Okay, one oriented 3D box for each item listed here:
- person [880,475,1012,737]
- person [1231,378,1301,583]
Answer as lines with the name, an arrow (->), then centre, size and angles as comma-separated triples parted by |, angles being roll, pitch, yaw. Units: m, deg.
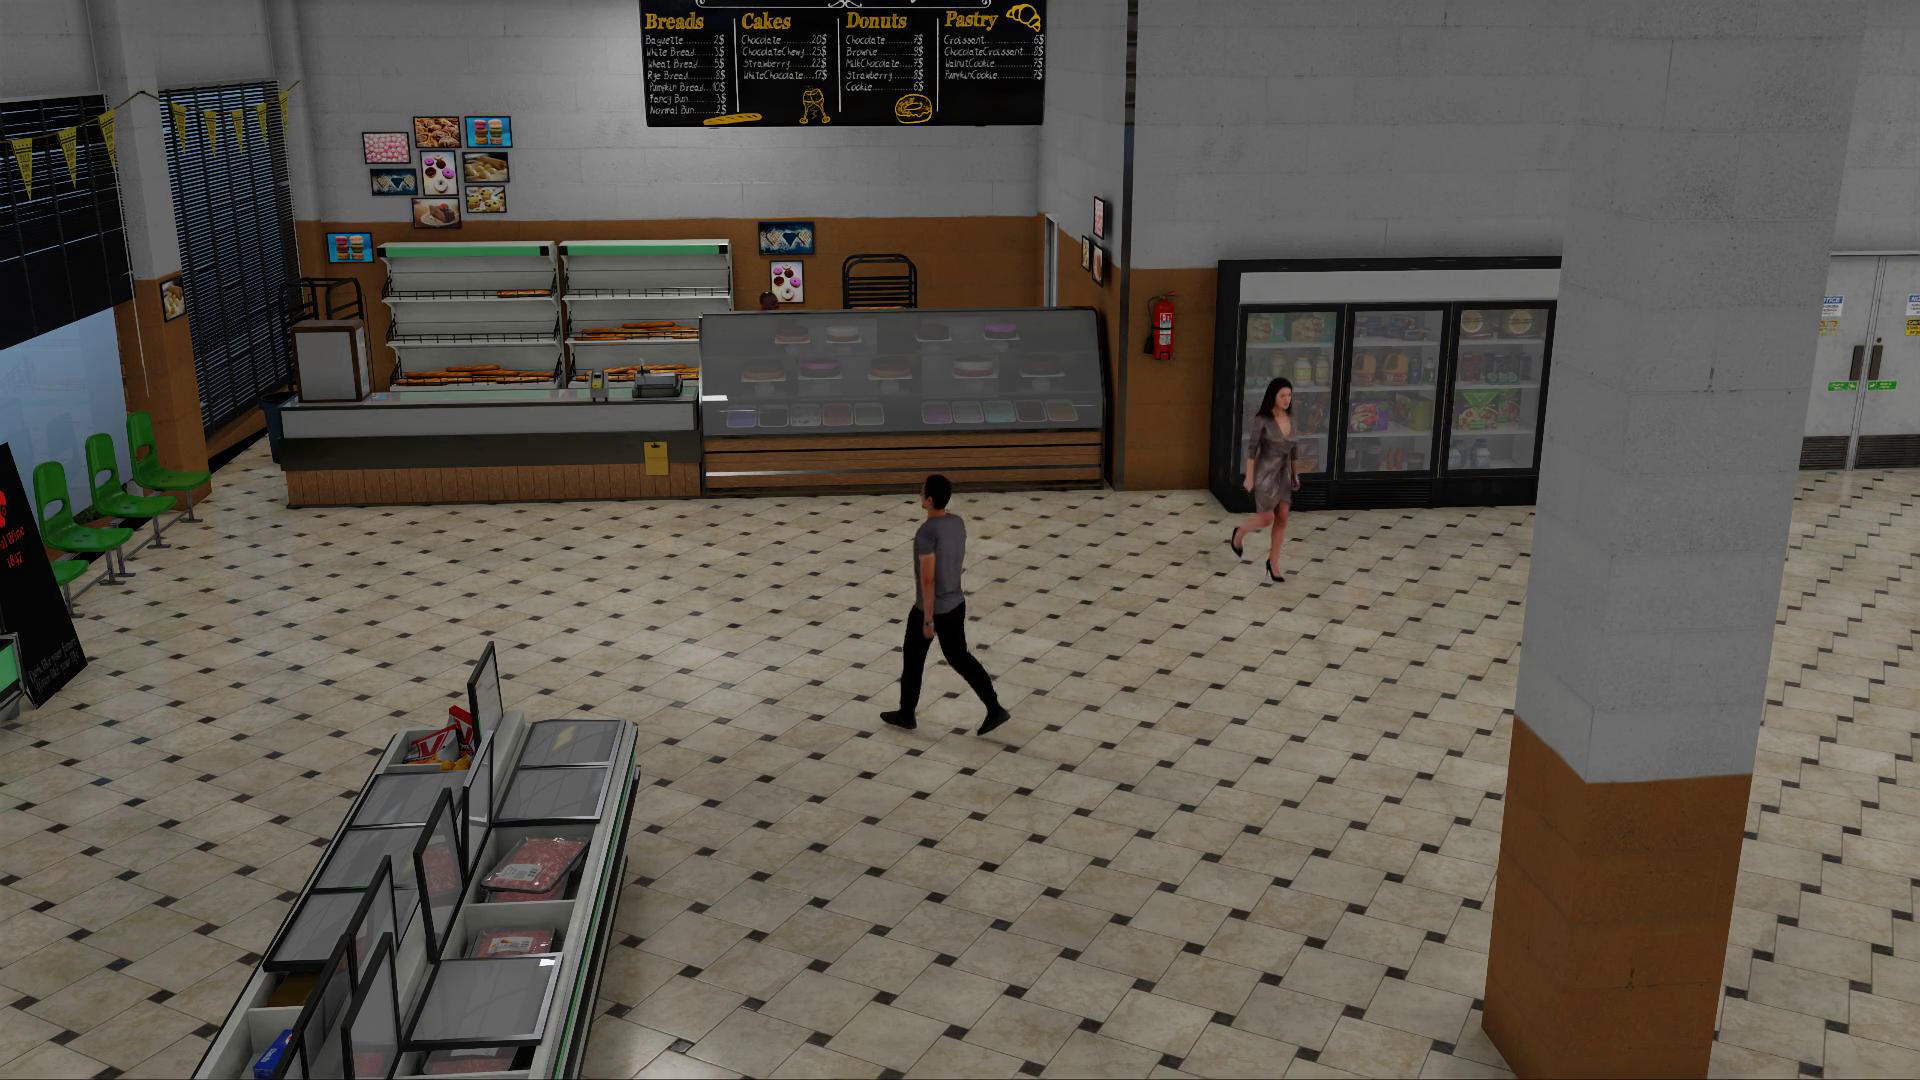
person -> -0.054, 0.450, 10.634 | 1.141, 1.734, 1.150 | 11, 20, 32
person -> 2.530, -0.513, 13.818 | 0.827, 1.727, 0.942 | -11, 20, -31
